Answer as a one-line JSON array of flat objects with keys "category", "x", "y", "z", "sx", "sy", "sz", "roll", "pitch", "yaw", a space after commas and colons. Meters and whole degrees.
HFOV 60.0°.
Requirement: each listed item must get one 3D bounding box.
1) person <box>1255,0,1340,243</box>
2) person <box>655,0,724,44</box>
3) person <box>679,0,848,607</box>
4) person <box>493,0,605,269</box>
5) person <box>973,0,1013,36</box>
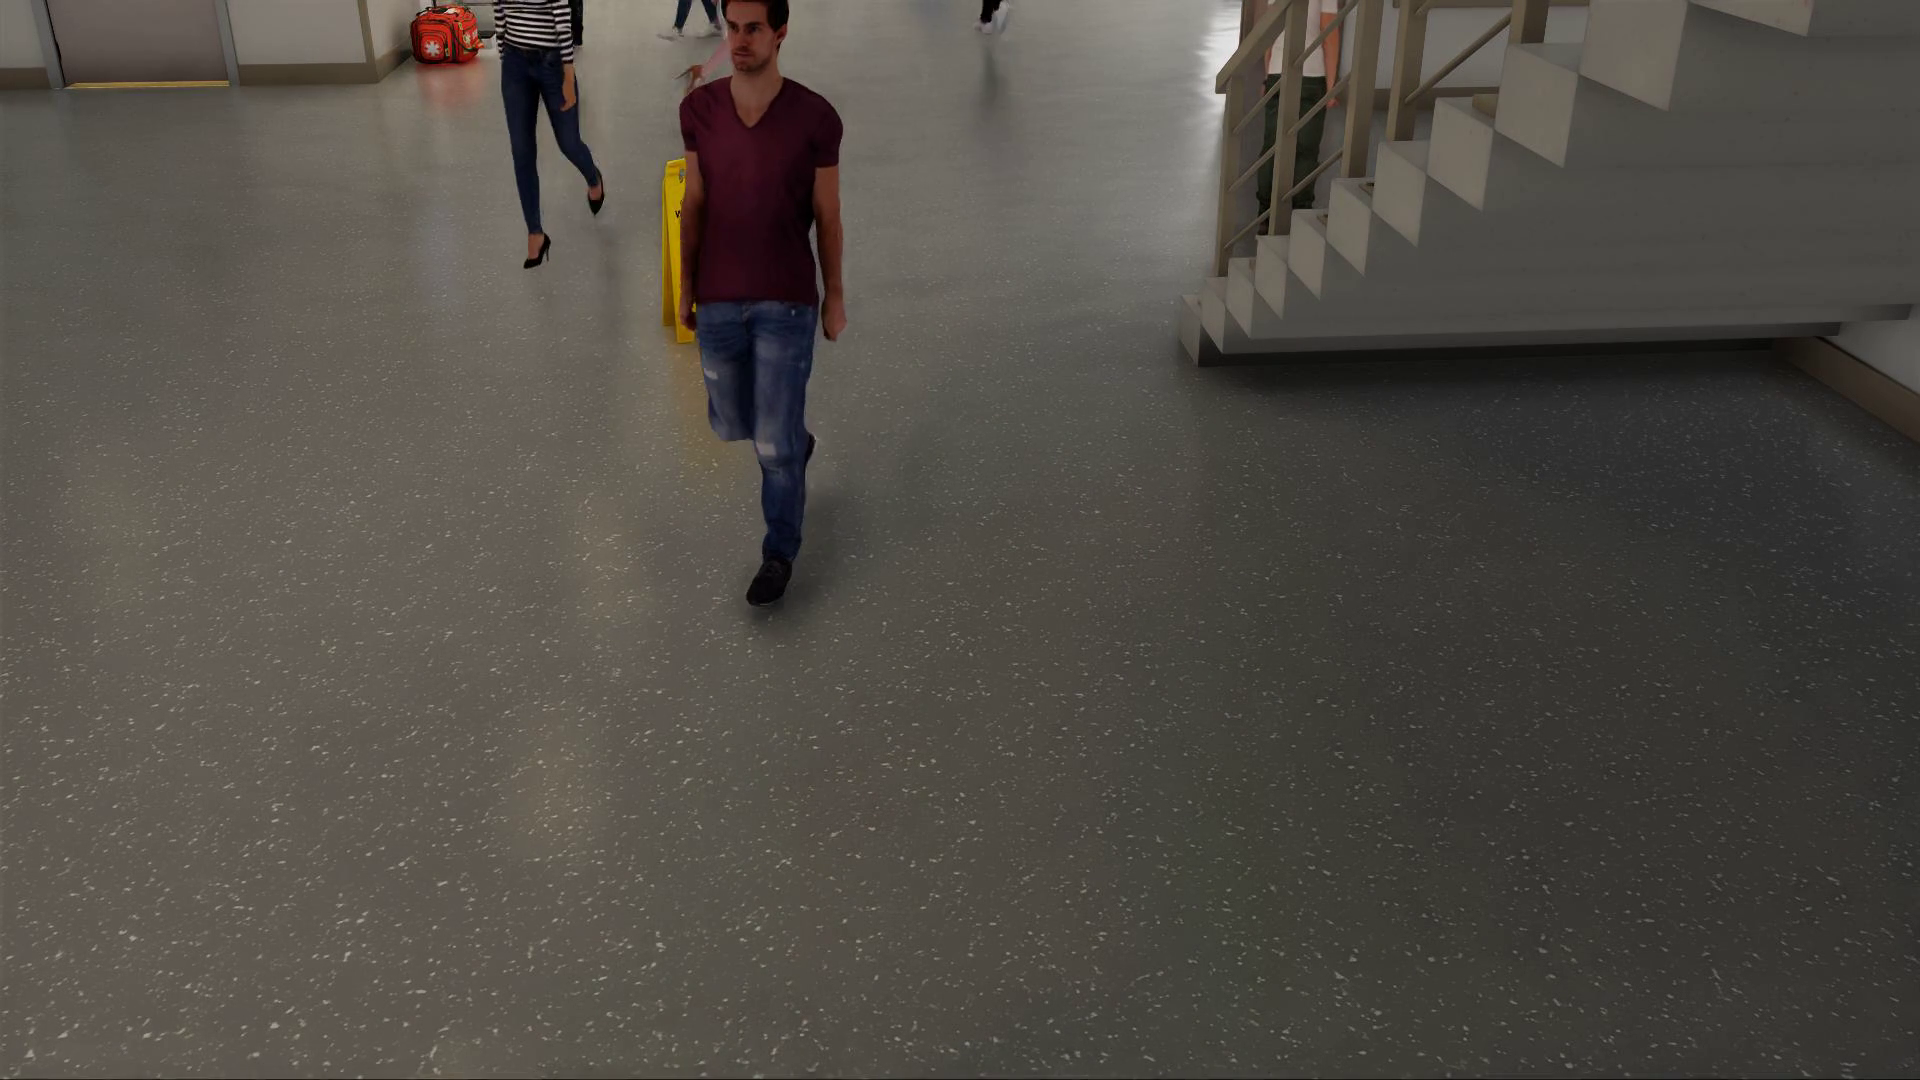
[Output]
[{"category": "person", "x": 1.736, "y": -2.359, "z": 8.587, "sx": 0.664, "sy": 1.654, "sz": 0.727, "roll": 21, "pitch": 33, "yaw": 37}, {"category": "person", "x": -2.275, "y": -5.168, "z": 14.458, "sx": 0.908, "sy": 1.615, "sz": 0.962, "roll": -17, "pitch": 31, "yaw": -31}, {"category": "person", "x": -0.586, "y": -0.766, "z": 5.083, "sx": 0.929, "sy": 1.829, "sz": 1.134, "roll": 8, "pitch": 27, "yaw": 16}, {"category": "person", "x": -2.045, "y": -2.279, "z": 8.301, "sx": 0.786, "sy": 1.759, "sz": 1.162, "roll": 4, "pitch": 26, "yaw": 9}, {"category": "person", "x": 0.287, "y": -5.330, "z": 14.590, "sx": 0.869, "sy": 1.792, "sz": 1.079, "roll": -12, "pitch": 28, "yaw": -24}]
